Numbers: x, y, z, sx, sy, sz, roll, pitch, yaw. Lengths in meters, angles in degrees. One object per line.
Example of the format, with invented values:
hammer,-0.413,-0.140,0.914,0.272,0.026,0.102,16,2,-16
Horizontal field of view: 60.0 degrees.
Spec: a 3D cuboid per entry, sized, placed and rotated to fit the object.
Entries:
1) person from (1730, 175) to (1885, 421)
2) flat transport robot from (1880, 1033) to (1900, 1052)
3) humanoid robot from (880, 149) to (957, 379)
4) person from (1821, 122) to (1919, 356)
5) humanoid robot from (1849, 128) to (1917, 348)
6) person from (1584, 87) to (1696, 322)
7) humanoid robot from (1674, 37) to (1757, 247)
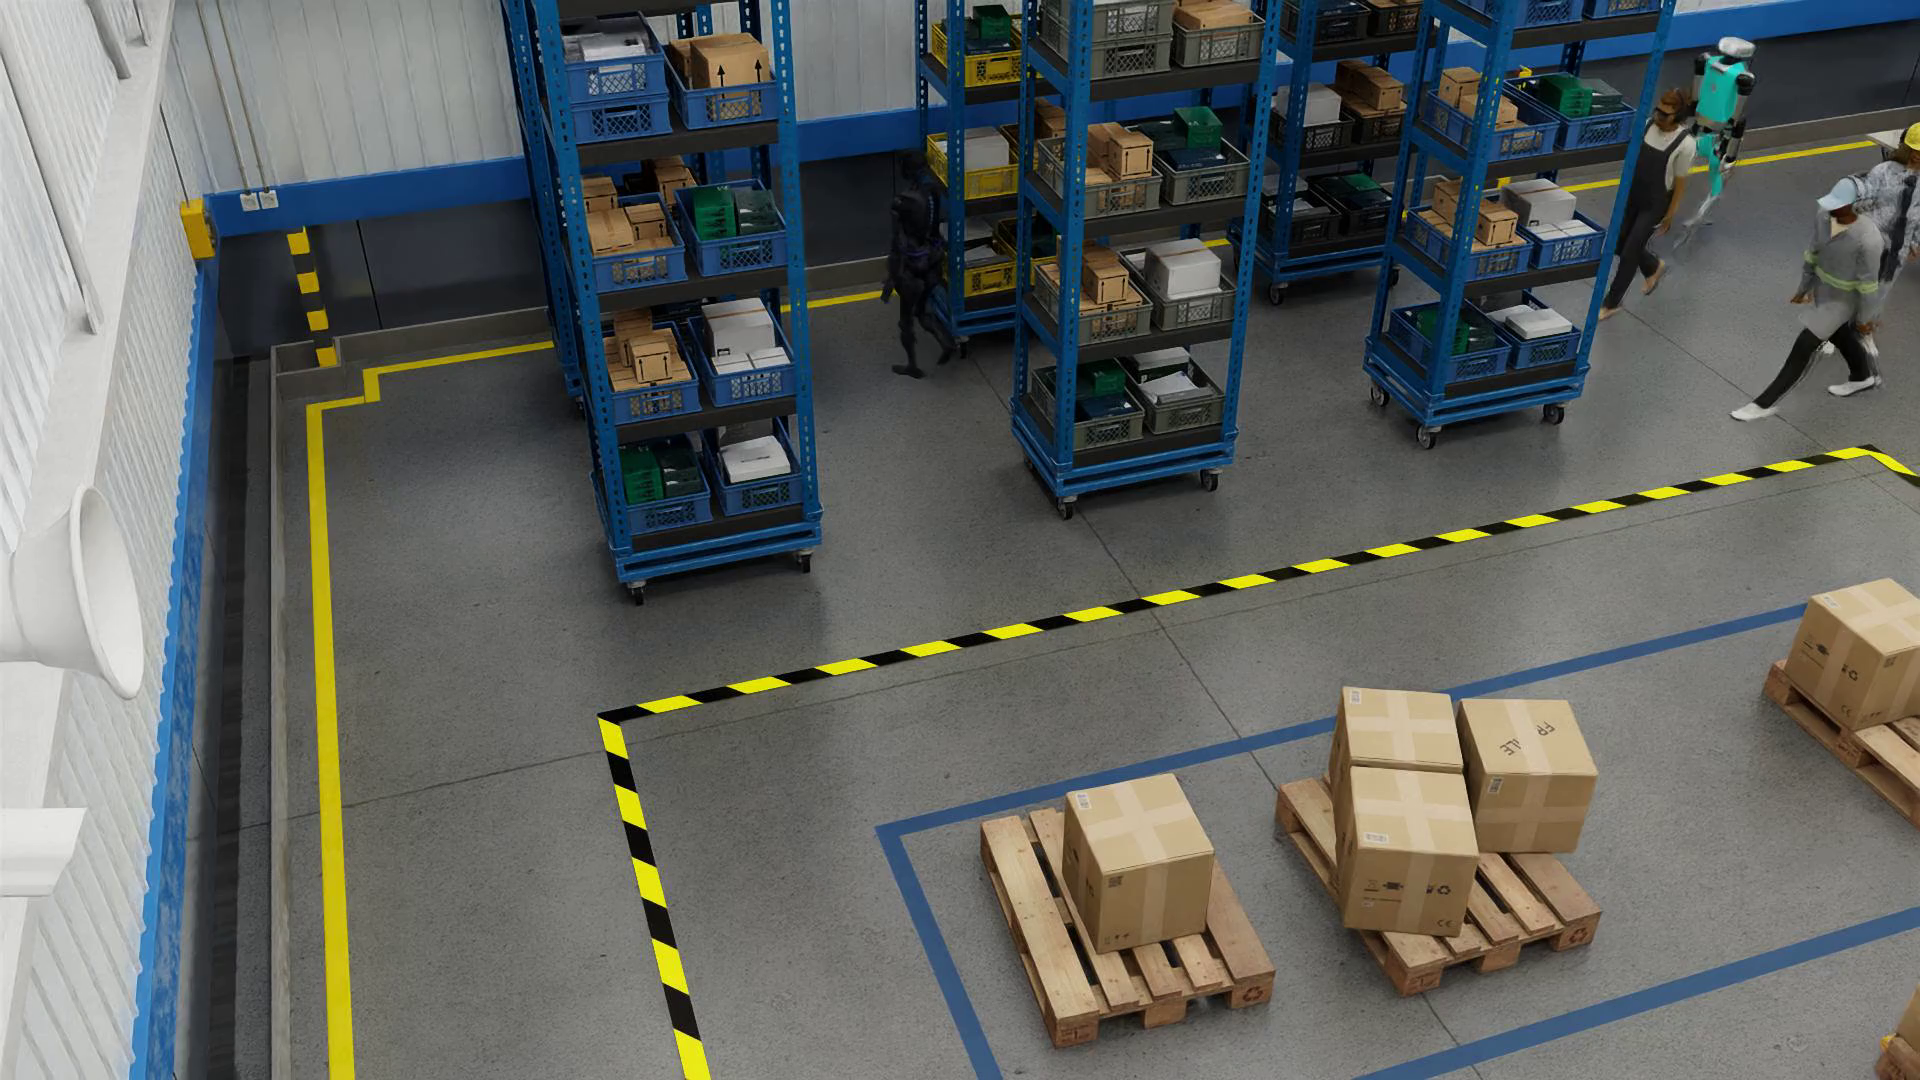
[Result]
person,5.871,-1.635,11.085,1.109,1.763,0.608,-6,36,-8
flat transport robot,4.465,2.423,6.596,0.652,0.197,1.431,-11,37,-15
humanoid robot,-0.262,-1.870,11.488,0.437,1.646,0.613,21,40,27
person,6.557,-2.120,11.781,0.489,1.743,0.295,4,35,6
humanoid robot,6.612,-2.153,11.876,0.364,1.650,0.609,7,36,9
person,5.090,-2.472,12.213,0.668,1.820,0.538,-15,38,-20
humanoid robot,6.130,-3.171,13.300,0.830,1.794,0.555,-18,39,-23
